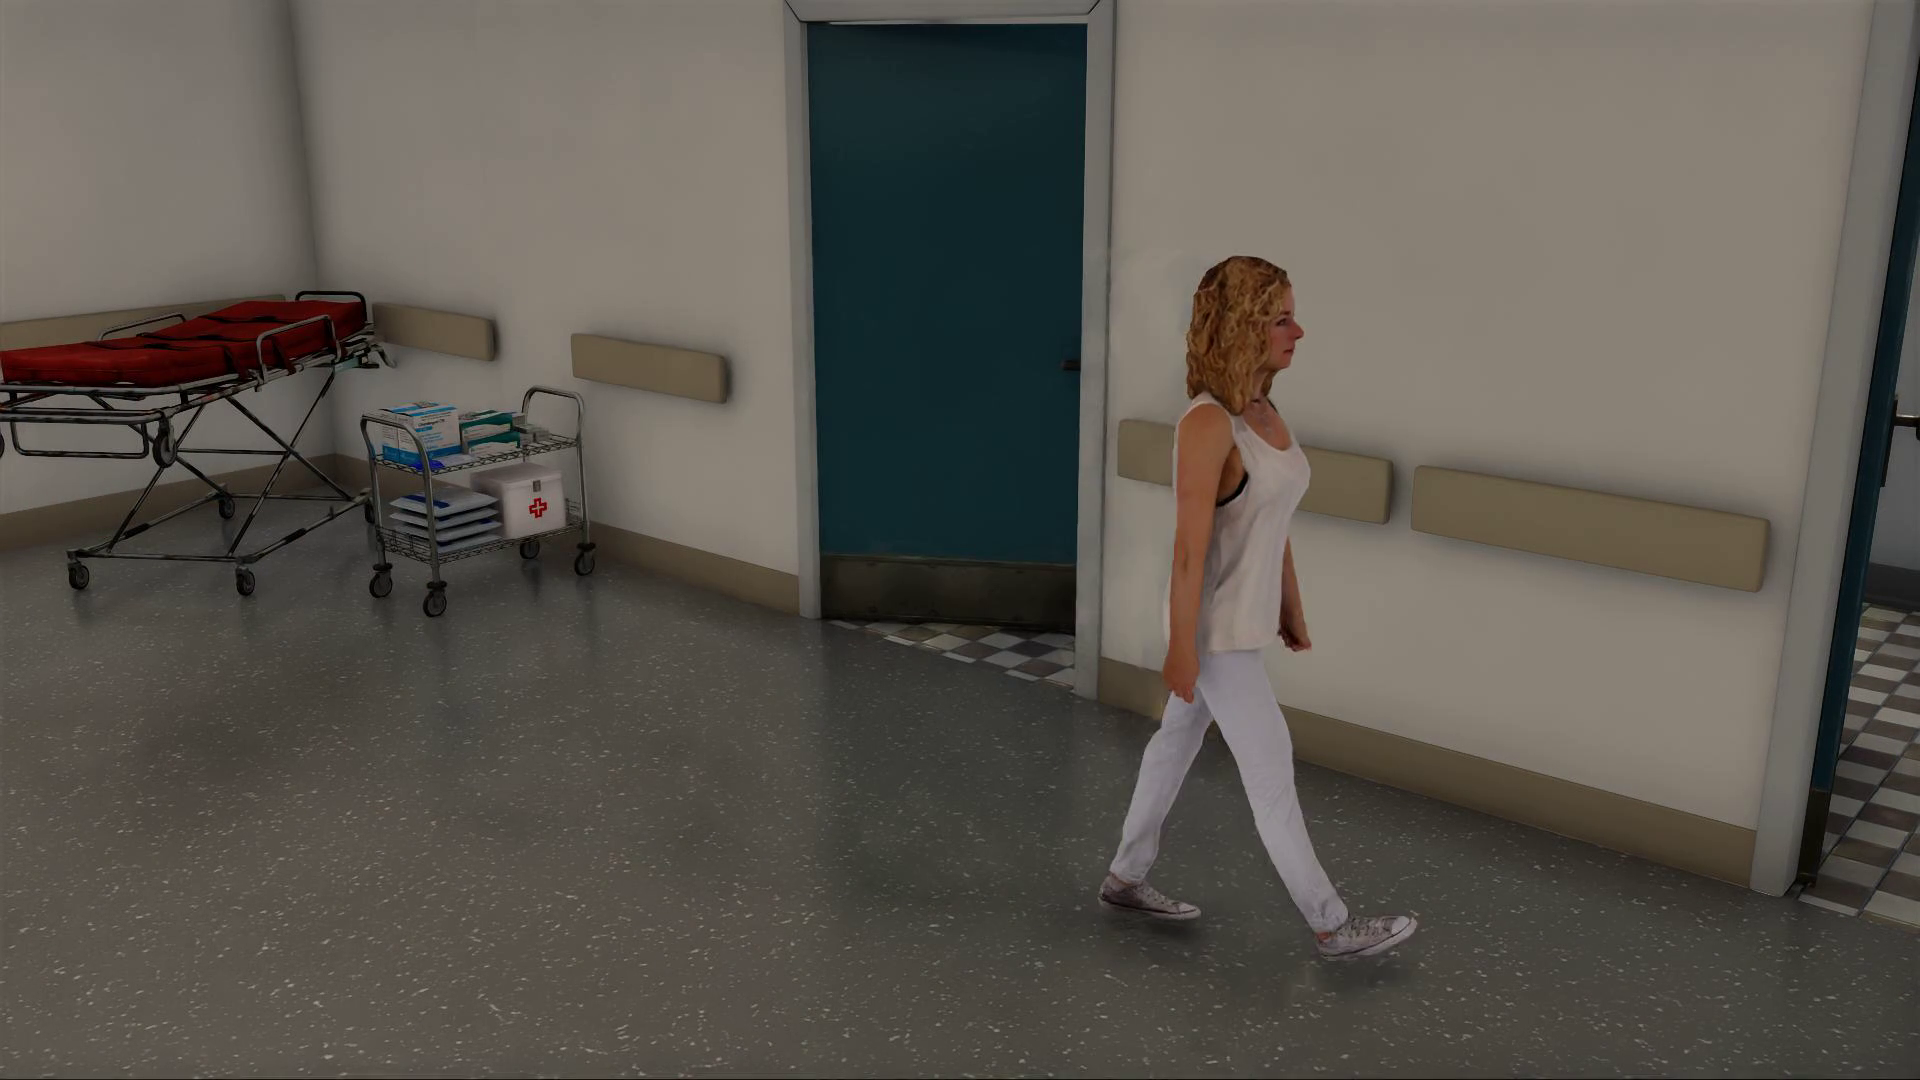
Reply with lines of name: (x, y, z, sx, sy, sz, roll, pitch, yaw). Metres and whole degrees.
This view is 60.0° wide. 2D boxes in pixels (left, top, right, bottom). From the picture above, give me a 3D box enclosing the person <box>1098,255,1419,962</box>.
person: (0.538, 0.186, 3.894, 1.089, 1.630, 0.817, 6, 17, 22)
